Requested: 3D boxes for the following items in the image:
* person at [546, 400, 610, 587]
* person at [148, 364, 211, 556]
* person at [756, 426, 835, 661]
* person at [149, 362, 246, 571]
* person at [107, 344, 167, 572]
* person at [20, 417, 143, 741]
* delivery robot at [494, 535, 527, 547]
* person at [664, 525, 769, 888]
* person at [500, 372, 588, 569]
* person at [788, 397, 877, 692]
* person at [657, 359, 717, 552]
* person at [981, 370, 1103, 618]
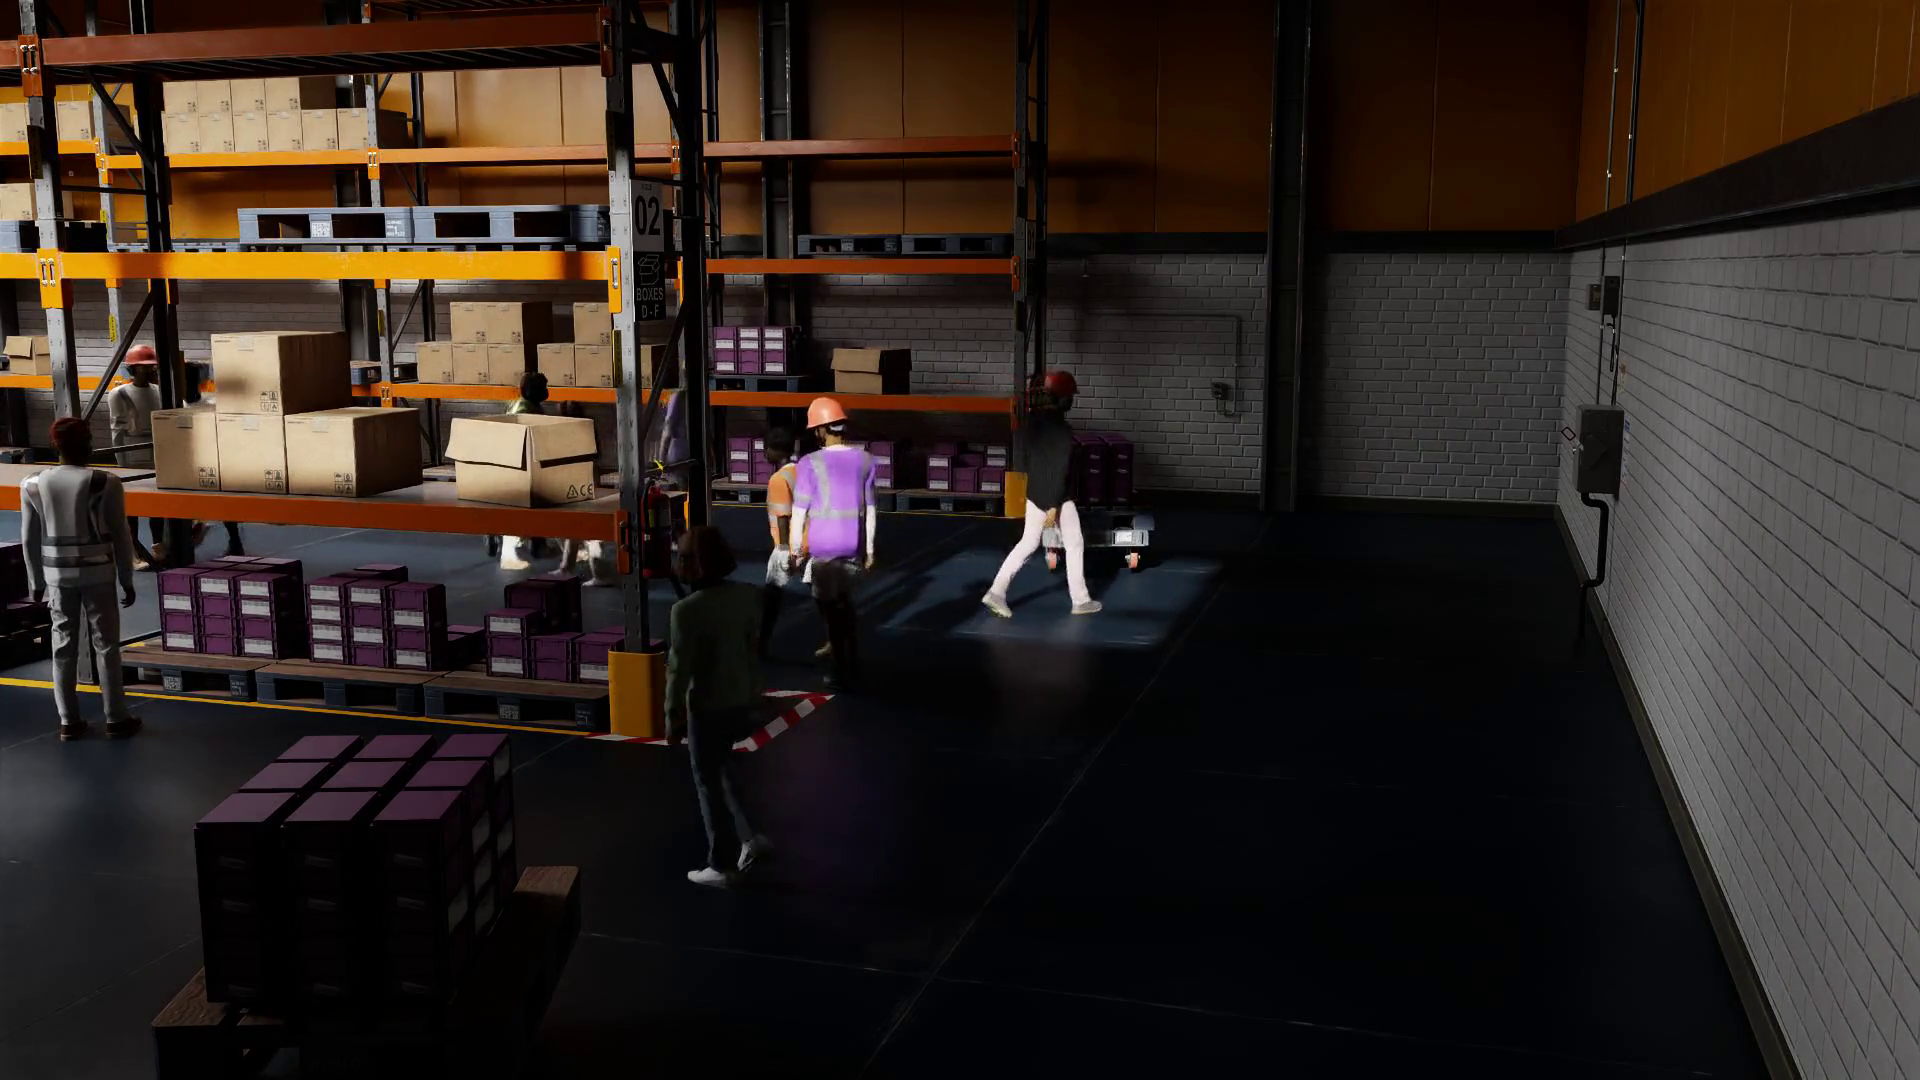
[{"bbox_3d":[-3.346,-0.393,14.250,0.767,1.605,0.530,3,10,16],"label":"person"},{"bbox_3d":[-7.427,-0.739,15.578,0.523,1.870,0.641,-1,9,-8],"label":"person"},{"bbox_3d":[-1.201,0.035,11.519,0.845,1.643,0.555,3,10,19],"label":"person"},{"bbox_3d":[-6.908,-0.666,15.062,0.623,1.898,1.050,3,10,17],"label":"person"},{"bbox_3d":[-7.375,-0.747,15.093,0.371,2.048,0.605,5,10,26],"label":"person"},{"bbox_3d":[-5.090,0.231,9.641,0.578,1.880,0.346,-1,9,-6],"label":"person"},{"bbox_3d":[-4.231,-0.194,15.964,0.477,0.478,0.707,0,9,3],"label":"delivery robot"},{"bbox_3d":[-1.098,0.736,7.345,0.347,1.616,0.522,6,11,33],"label":"person"},{"bbox_3d":[-3.791,-0.618,15.080,0.878,1.795,0.641,0,9,0],"label":"person"},{"bbox_3d":[-0.841,0.029,10.810,0.539,1.906,0.557,-7,12,-36],"label":"person"},{"bbox_3d":[-2.611,-0.817,16.019,0.544,1.880,0.606,3,10,19],"label":"person"},{"bbox_3d":[0.649,-0.347,12.977,0.999,1.959,0.601,-6,11,-34],"label":"person"}]
